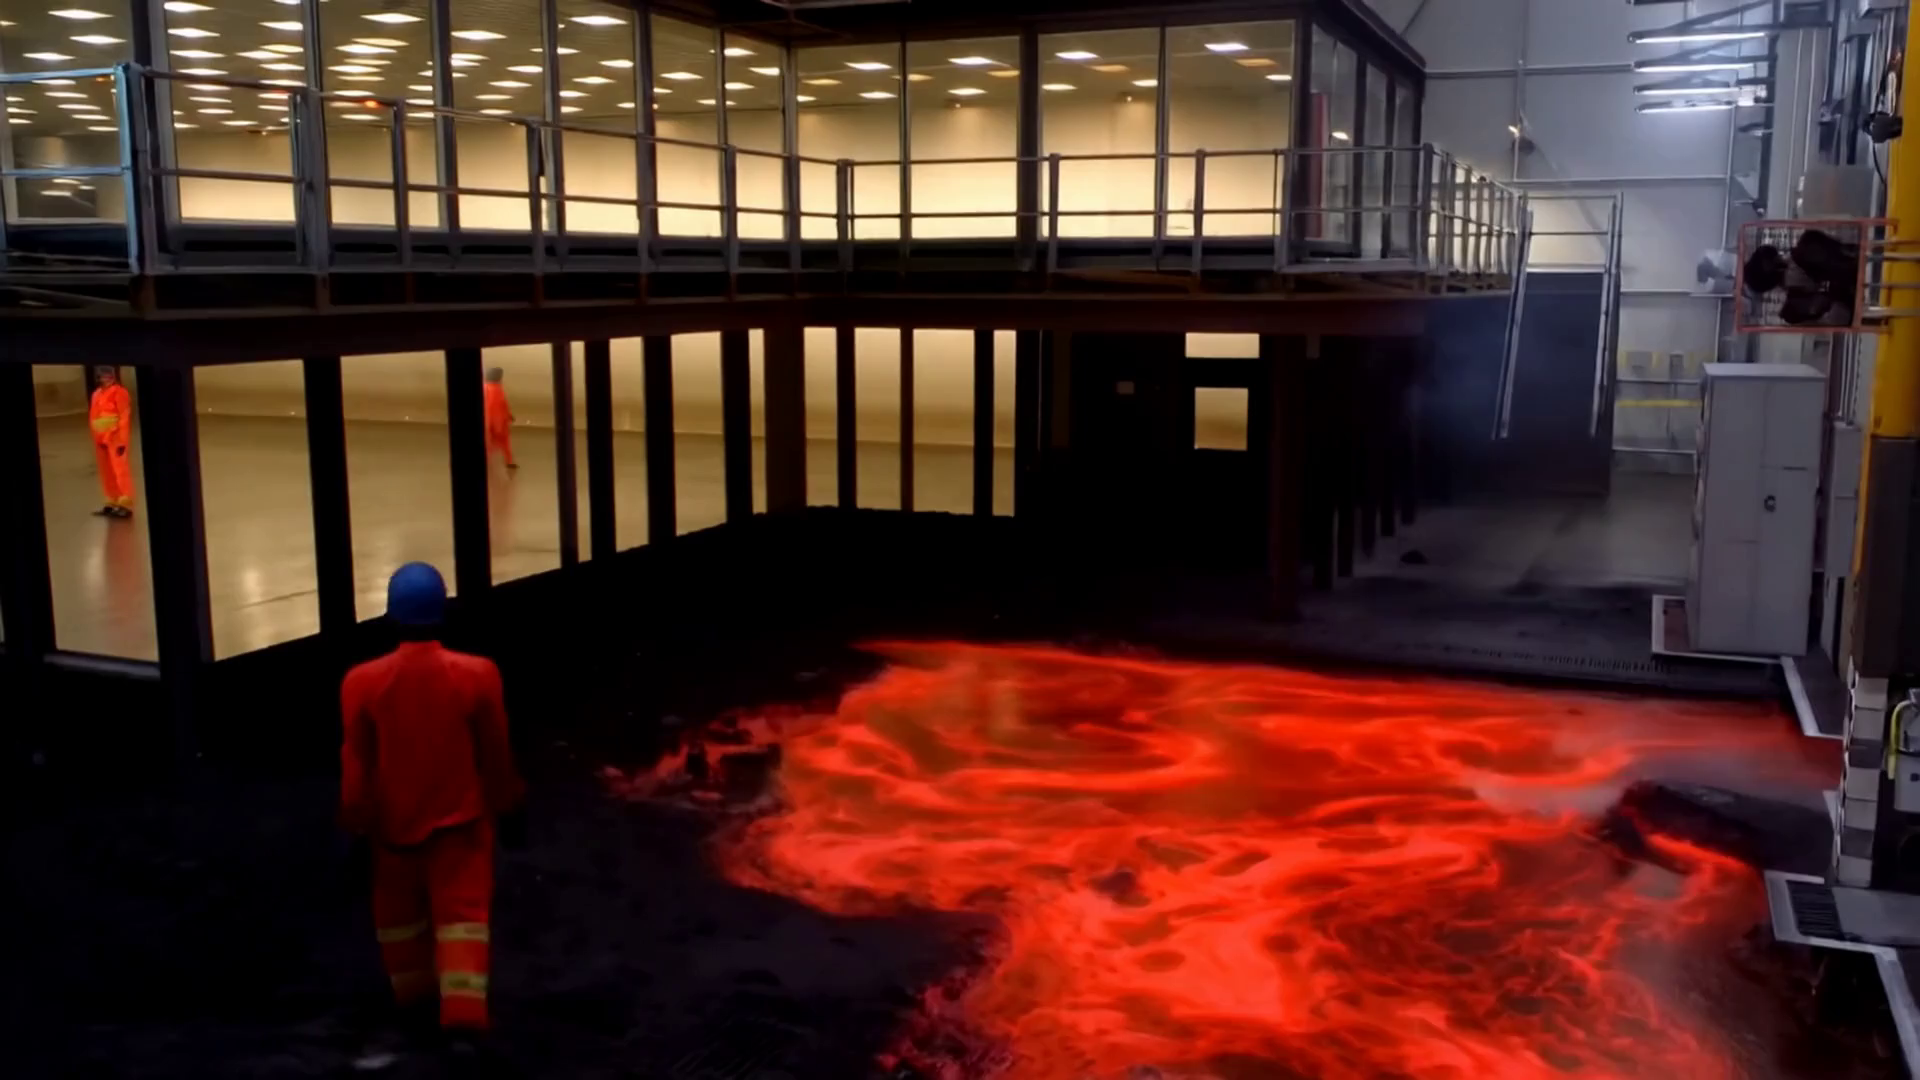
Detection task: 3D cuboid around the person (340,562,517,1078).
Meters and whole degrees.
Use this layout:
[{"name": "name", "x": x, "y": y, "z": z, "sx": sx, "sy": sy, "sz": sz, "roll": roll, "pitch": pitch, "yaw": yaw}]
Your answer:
[{"name": "person", "x": -2.047, "y": 1.058, "z": 6.447, "sx": 0.627, "sy": 1.954, "sz": 1.041, "roll": -2, "pitch": 9, "yaw": -11}]
